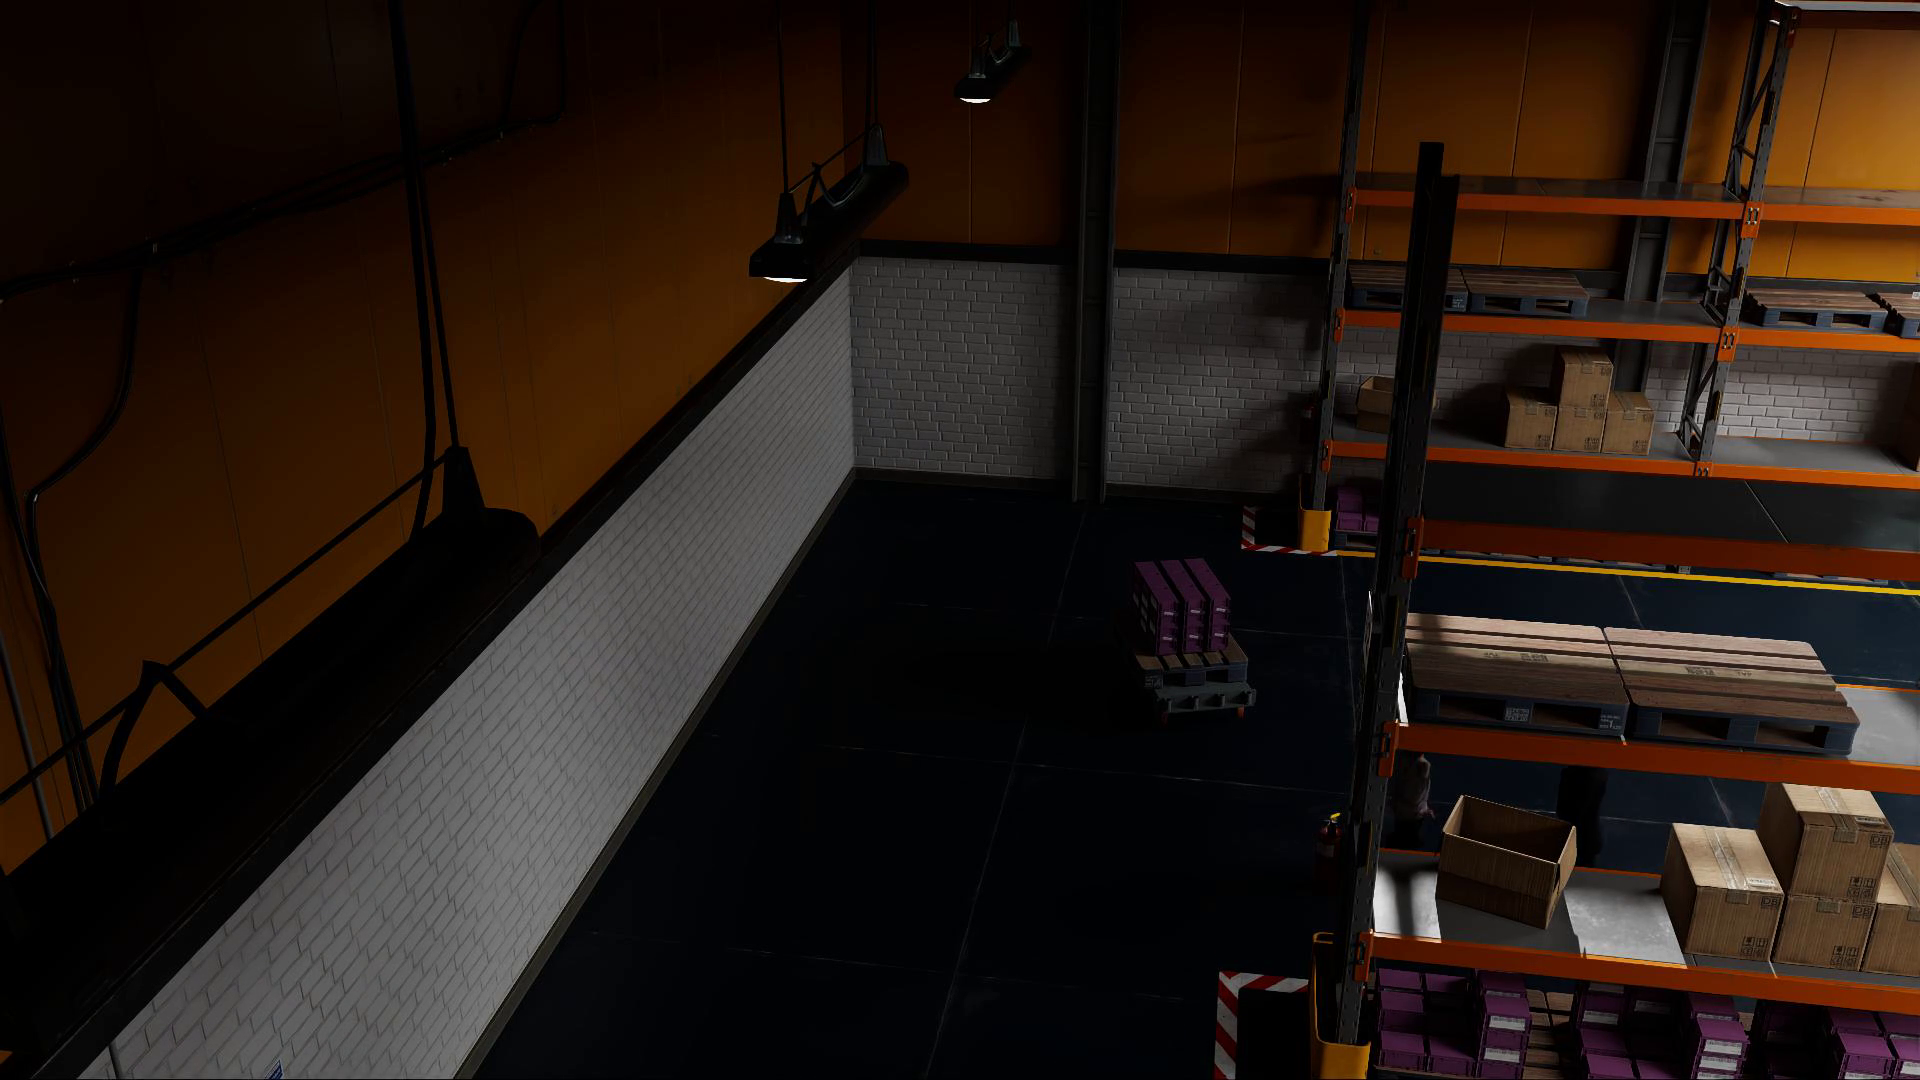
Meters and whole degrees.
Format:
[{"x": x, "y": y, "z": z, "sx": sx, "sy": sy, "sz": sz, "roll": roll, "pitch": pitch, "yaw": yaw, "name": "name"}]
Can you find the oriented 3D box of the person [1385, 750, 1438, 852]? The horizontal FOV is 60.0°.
[{"x": 3.415, "y": 2.023, "z": 12.773, "sx": 0.818, "sy": 1.445, "sz": 0.757, "roll": -15, "pitch": 28, "yaw": -30, "name": "person"}]
